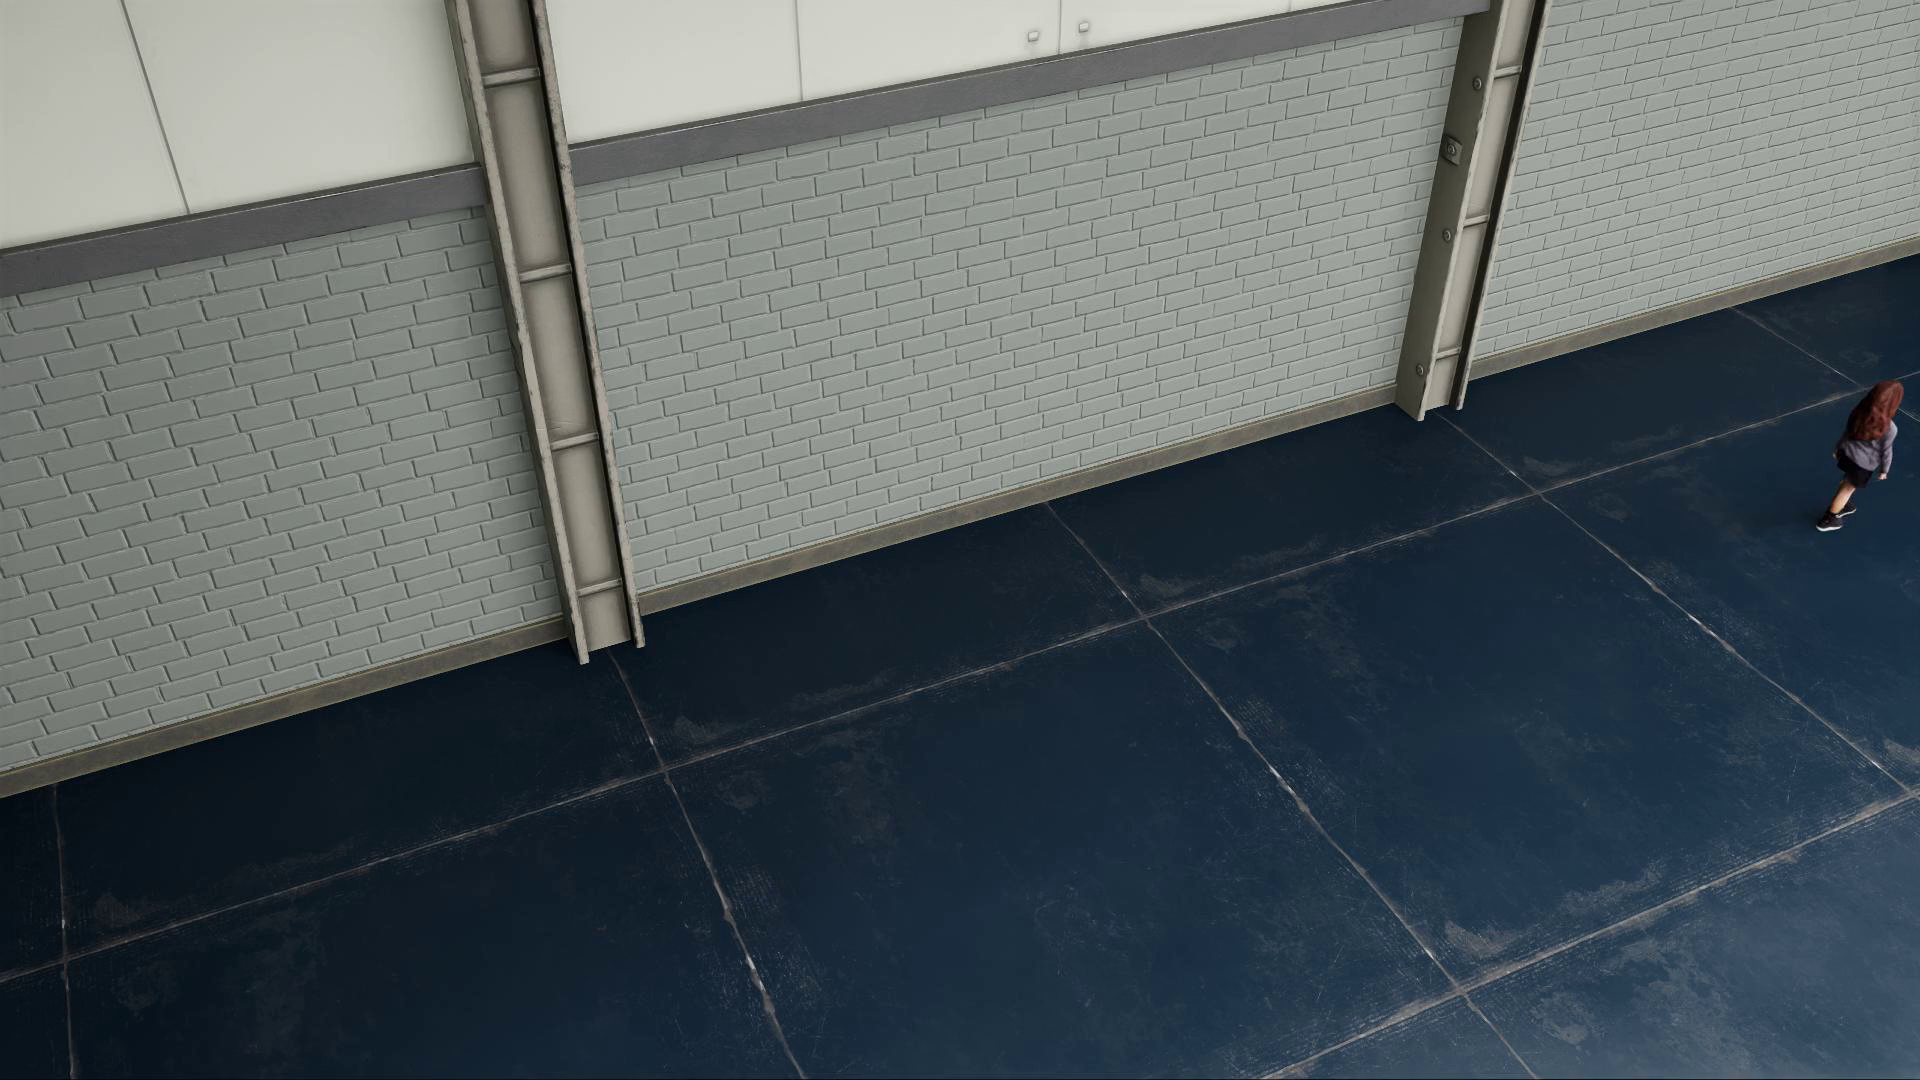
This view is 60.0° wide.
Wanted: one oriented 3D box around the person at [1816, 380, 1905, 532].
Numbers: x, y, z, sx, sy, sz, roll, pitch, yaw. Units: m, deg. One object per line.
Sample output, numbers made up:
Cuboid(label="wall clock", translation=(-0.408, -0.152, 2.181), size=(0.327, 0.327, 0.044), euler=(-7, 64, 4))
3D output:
Cuboid(label="person", translation=(5.586, -0.521, 10.400), size=(0.582, 1.096, 0.513), euler=(-12, 40, -15))
